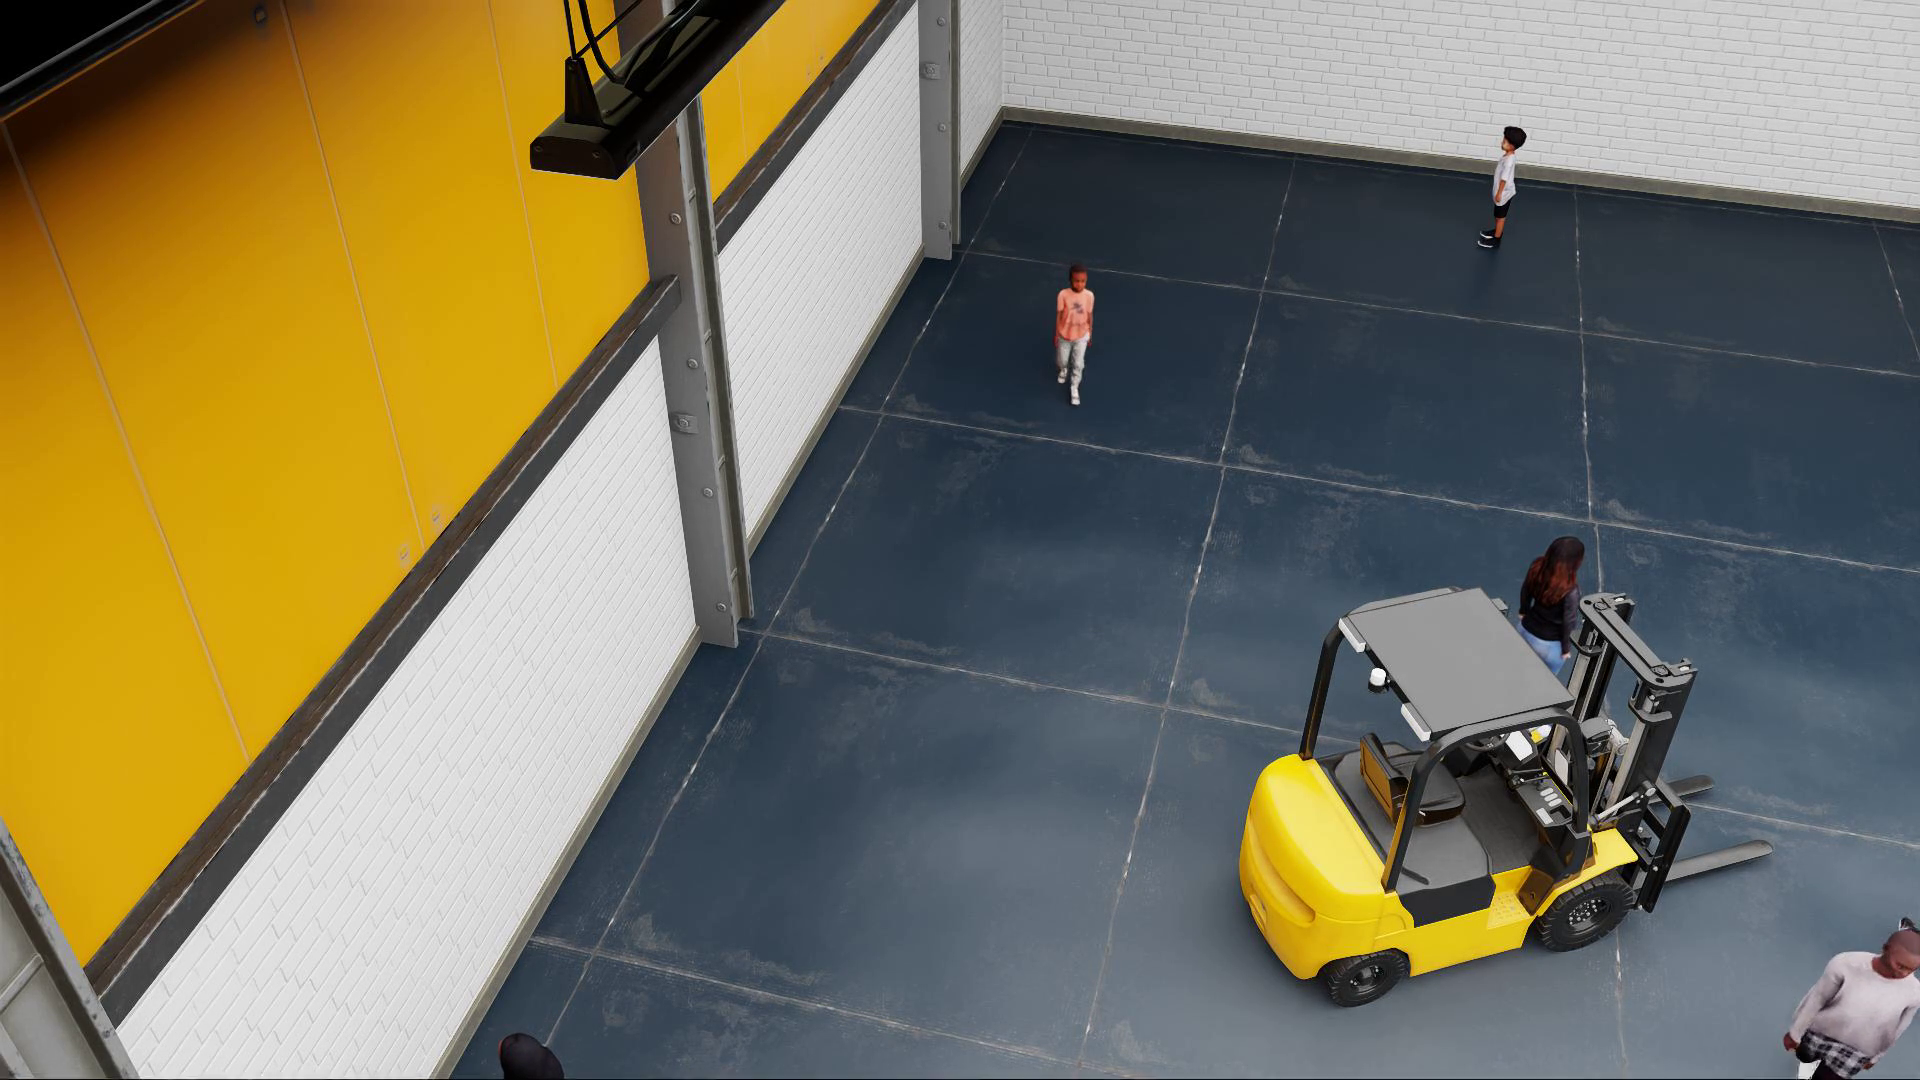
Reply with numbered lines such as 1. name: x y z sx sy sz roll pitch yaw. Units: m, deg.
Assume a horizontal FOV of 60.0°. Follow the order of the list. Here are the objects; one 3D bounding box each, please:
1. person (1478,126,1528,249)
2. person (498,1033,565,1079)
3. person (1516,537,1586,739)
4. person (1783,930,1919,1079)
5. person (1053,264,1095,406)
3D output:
1. person: 5.455 -3.539 16.647 0.557 1.255 0.436 14 41 16
2. person: -2.074 2.956 8.225 0.686 1.615 0.554 5 39 6
3. person: 3.900 0.633 11.119 0.792 1.634 0.706 -15 41 -18
4. person: 4.584 2.519 8.674 0.872 1.737 1.215 23 44 26
5. person: 0.978 -1.834 14.477 0.575 1.298 0.738 1 39 2
